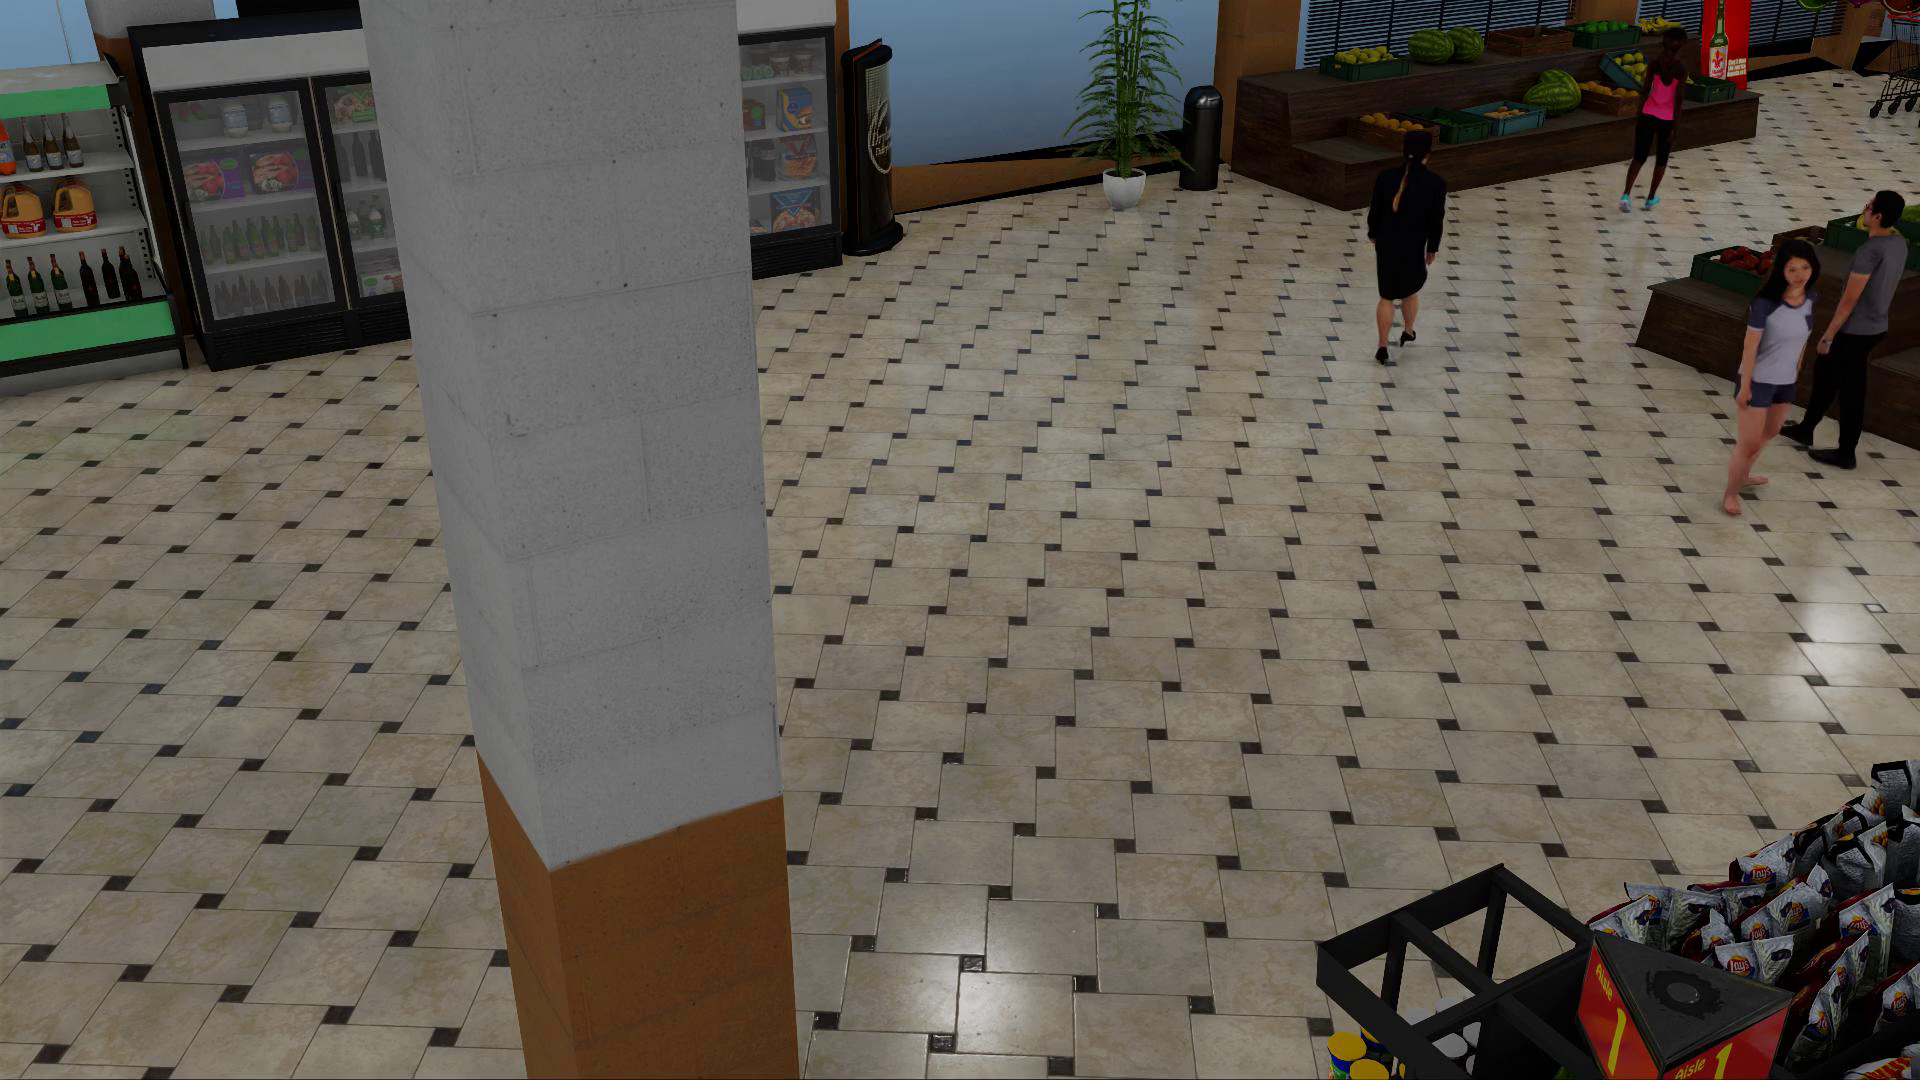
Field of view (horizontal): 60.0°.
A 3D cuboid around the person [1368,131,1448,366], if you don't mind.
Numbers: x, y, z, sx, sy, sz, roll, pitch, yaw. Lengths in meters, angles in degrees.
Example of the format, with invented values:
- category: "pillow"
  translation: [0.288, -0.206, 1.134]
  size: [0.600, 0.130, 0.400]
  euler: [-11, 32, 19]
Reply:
- category: "person"
  translation: [3.131, -2.048, 11.880]
  size: [0.961, 1.653, 1.038]
  euler: [10, 29, 19]

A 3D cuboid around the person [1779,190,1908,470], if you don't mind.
- category: "person"
  translation: [5.617, -1.268, 10.243]
  size: [0.840, 1.741, 0.857]
  euler: [24, 35, 38]

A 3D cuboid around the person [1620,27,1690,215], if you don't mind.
- category: "person"
  translation: [6.393, -3.828, 15.346]
  size: [0.836, 1.692, 1.156]
  euler: [20, 33, 33]

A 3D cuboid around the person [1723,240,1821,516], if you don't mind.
- category: "person"
  translation: [4.699, -0.944, 9.682]
  size: [0.554, 1.671, 0.853]
  euler: [-17, 31, -29]
